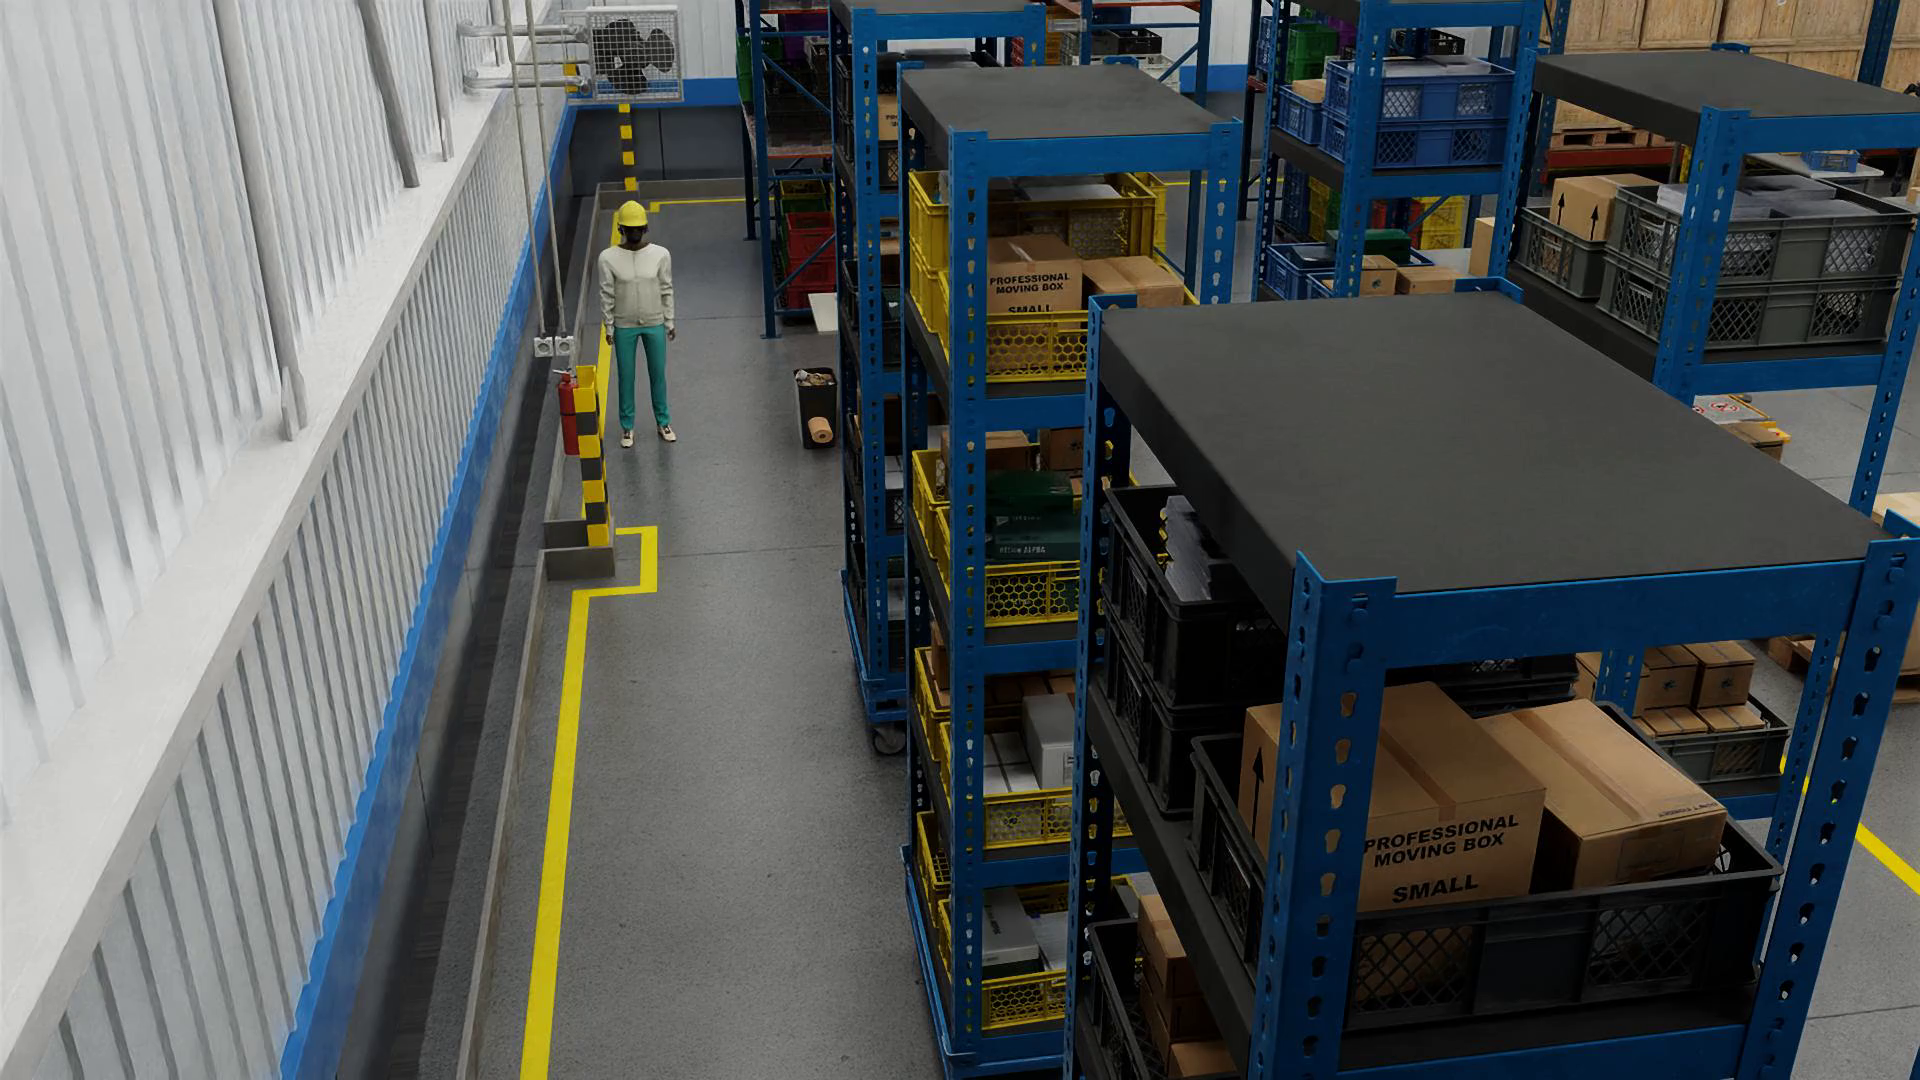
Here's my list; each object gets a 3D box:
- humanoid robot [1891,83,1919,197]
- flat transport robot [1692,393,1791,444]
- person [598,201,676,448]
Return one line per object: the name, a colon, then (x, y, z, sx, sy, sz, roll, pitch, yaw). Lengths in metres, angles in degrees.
humanoid robot: (10.485, -4.404, 18.166, 0.598, 1.661, 0.321, 17, 29, 32)
flat transport robot: (5.224, -0.859, 12.132, 1.431, 0.197, 0.652, -4, 25, -8)
person: (-2.281, -1.534, 11.835, 0.524, 1.772, 0.299, -9, 26, -18)
